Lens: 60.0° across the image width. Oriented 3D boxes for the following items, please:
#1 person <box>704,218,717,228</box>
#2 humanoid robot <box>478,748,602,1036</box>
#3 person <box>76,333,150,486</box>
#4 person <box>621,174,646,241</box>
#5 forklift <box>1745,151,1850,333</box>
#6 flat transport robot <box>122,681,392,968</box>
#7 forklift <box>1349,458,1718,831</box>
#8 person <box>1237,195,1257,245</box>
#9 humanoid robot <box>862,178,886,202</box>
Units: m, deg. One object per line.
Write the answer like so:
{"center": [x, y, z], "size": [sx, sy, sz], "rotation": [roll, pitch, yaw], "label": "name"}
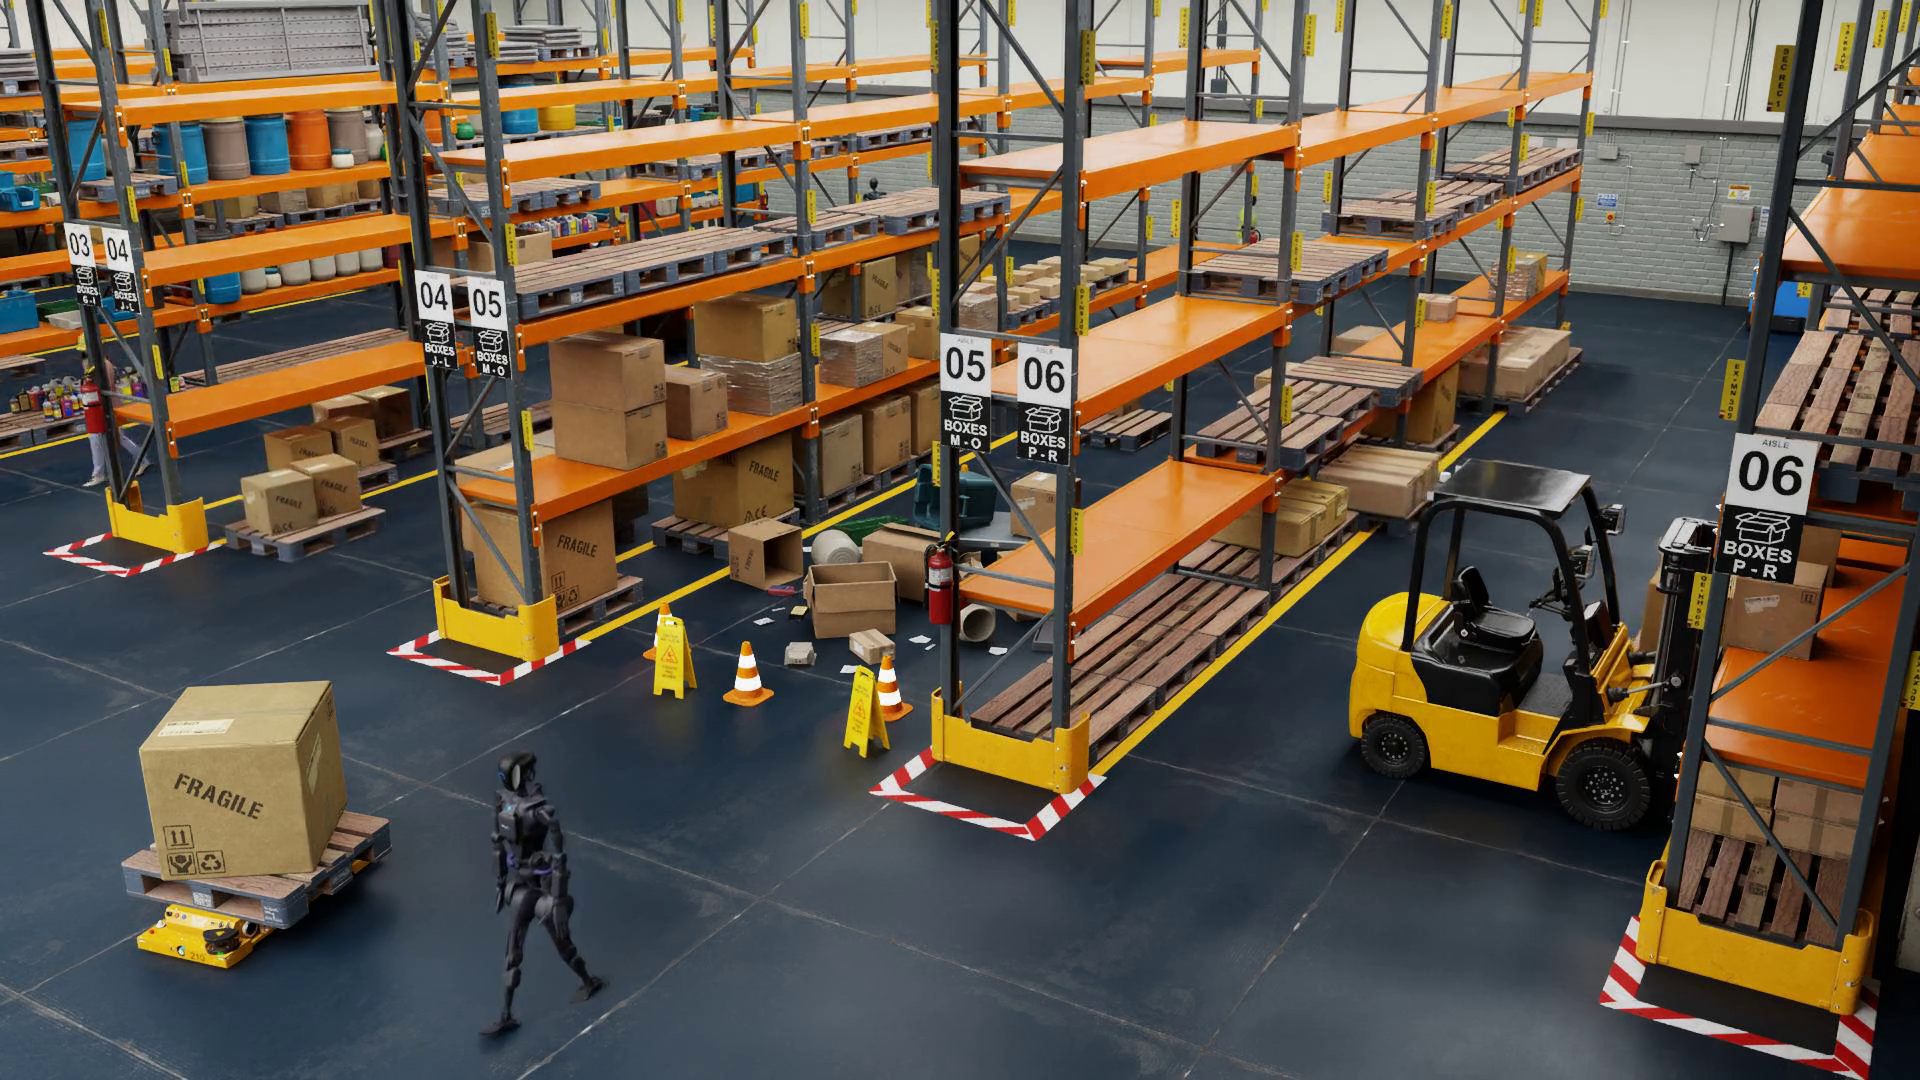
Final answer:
{"center": [-5.237, -7.062, 34.864], "size": [0.491, 1.688, 0.347], "rotation": [-6, 20, -16], "label": "person"}
{"center": [-2.316, 1.898, 9.058], "size": [0.585, 1.631, 0.777], "rotation": [12, 22, 31], "label": "humanoid robot"}
{"center": [-9.593, -1.490, 18.713], "size": [0.539, 1.747, 0.763], "rotation": [11, 22, 30], "label": "person"}
{"center": [-6.760, -7.014, 34.587], "size": [0.539, 1.770, 0.513], "rotation": [-9, 21, -23], "label": "person"}
{"center": [13.620, -4.667, 26.137], "size": [1.873, 2.768, 1.129], "rotation": [11, 22, 29], "label": "forklift"}
{"center": [-4.346, 2.161, 10.368], "size": [0.659, 0.231, 1.431], "rotation": [6, 20, 18], "label": "flat transport robot"}
{"center": [3.988, 0.658, 11.776], "size": [2.313, 2.155, 1.214], "rotation": [11, 22, 29], "label": "forklift"}
{"center": [5.254, -5.565, 30.518], "size": [0.320, 1.693, 0.539], "rotation": [10, 21, 27], "label": "person"}
{"center": [-1.639, -6.225, 32.441], "size": [0.589, 1.647, 0.346], "rotation": [-9, 21, -25], "label": "humanoid robot"}
